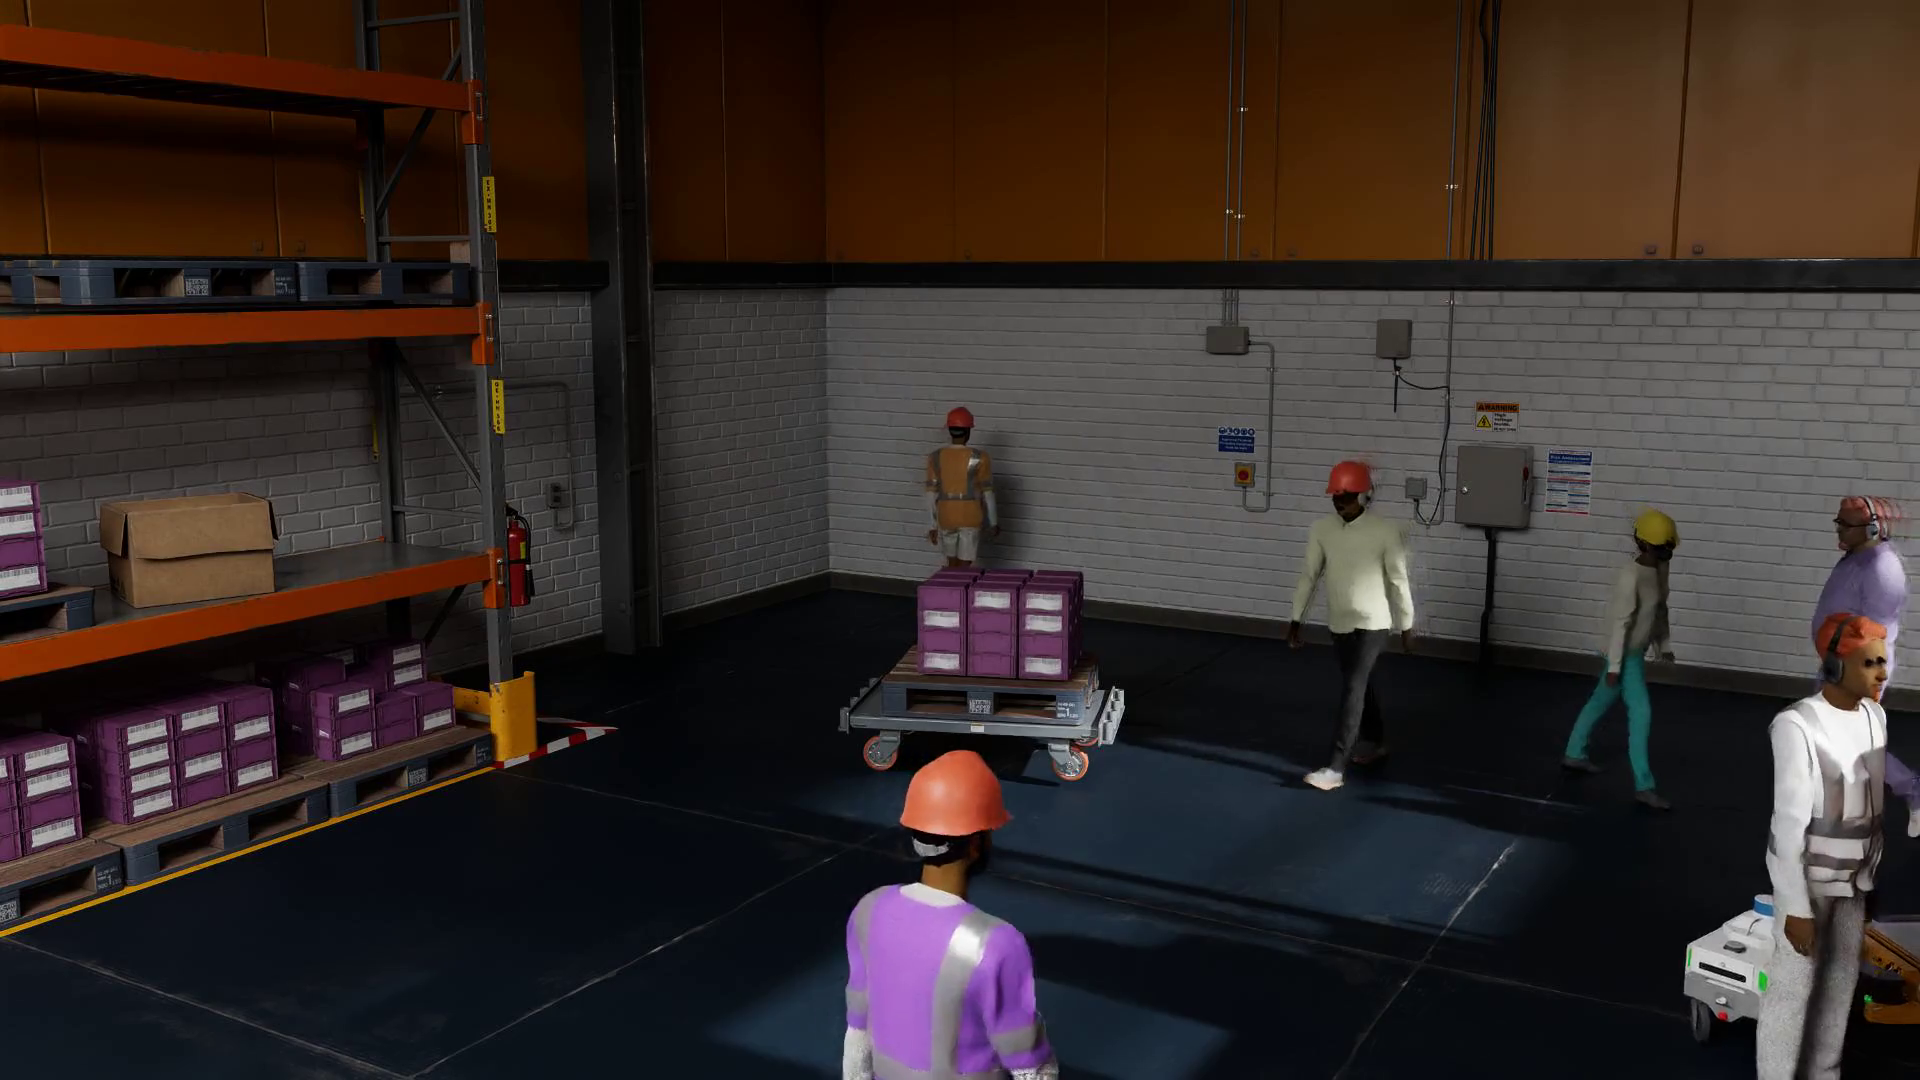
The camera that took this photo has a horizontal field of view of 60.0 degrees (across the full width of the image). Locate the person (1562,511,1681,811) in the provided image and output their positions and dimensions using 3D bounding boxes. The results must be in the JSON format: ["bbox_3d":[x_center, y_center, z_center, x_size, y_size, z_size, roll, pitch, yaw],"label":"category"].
[{"bbox_3d":[3.866,0.645,9.687,0.805,1.694,0.577,8,12,41],"label":"person"}]

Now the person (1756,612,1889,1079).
[{"bbox_3d":[2.988,1.181,5.749,0.579,1.883,0.359,-6,11,-32],"label":"person"}]

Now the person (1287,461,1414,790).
[{"bbox_3d":[2.366,0.476,10.014,1.044,1.934,0.652,-8,12,-42],"label":"person"}]

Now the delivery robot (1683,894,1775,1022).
[{"bbox_3d":[3.198,1.656,6.616,0.707,0.478,0.477,-7,12,-39],"label":"delivery robot"}]

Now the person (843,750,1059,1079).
[{"bbox_3d":[-0.002,1.448,4.110,1.024,1.877,0.553,-8,12,-40],"label":"person"}]

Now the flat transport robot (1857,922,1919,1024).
[{"bbox_3d":[4.336,1.786,6.977,1.431,0.197,0.652,0,9,-2],"label":"flat transport robot"}]

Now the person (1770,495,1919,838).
[{"bbox_3d":[4.831,0.693,8.843,0.723,1.887,0.674,2,9,15],"label":"person"}]

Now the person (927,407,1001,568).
[{"bbox_3d":[0.055,-0.179,14.161,0.557,1.910,0.798,4,10,21],"label":"person"}]
